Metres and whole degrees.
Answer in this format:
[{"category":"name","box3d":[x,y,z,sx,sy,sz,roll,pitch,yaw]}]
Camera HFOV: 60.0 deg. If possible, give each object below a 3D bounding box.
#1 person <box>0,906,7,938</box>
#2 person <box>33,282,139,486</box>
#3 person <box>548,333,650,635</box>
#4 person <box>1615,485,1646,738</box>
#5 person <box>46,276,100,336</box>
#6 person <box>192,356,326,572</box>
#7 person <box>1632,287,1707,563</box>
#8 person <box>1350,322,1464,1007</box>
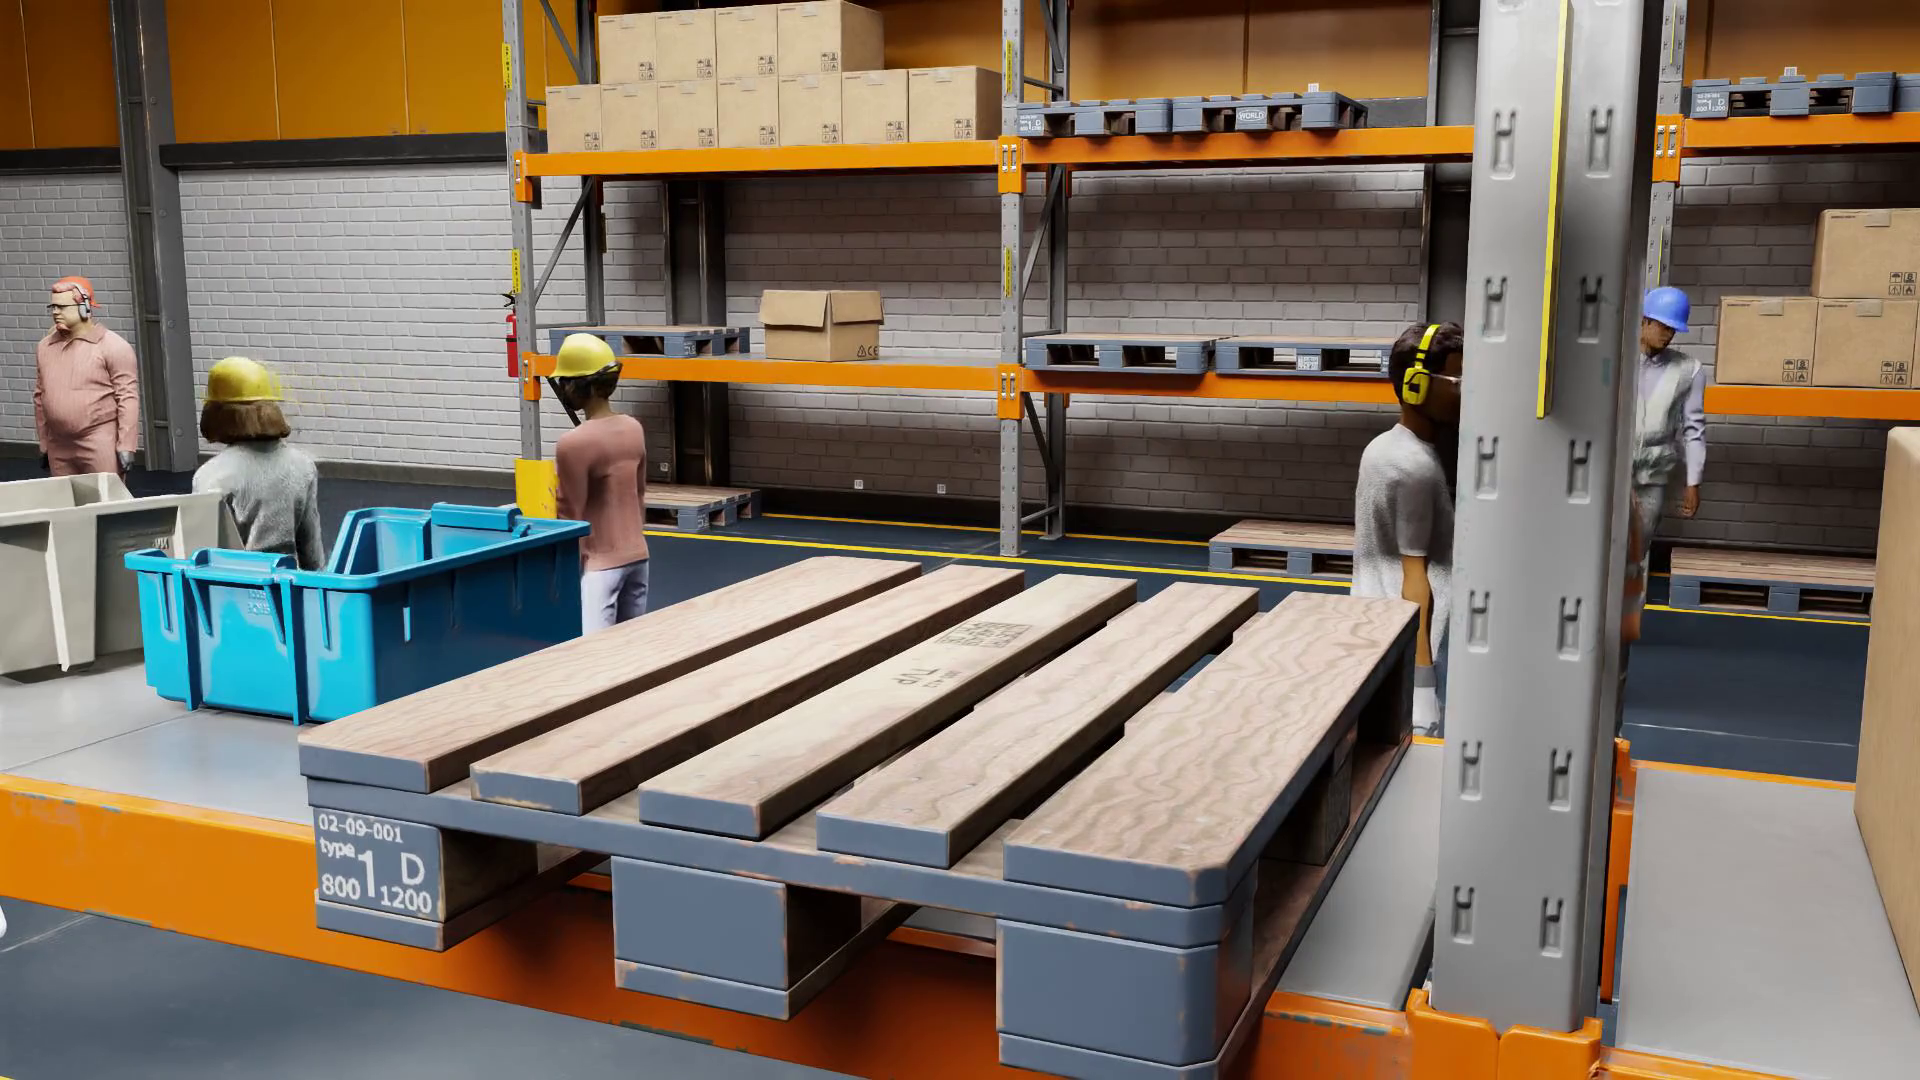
[{"category":"person","box3d":[-3.065,0.400,4.897,0.498,1.633,0.283,-4,10,-21]},{"category":"person","box3d":[-5.203,-0.567,9.870,0.655,1.906,0.407,2,10,12]},{"category":"person","box3d":[-1.374,0.100,6.331,0.341,1.761,0.531,4,10,24]},{"category":"person","box3d":[2.035,0.317,5.371,0.314,1.641,0.515,3,10,19]},{"category":"person","box3d":[-6.075,-0.845,11.469,0.374,1.928,0.543,-6,11,-30]},{"category":"person","box3d":[-2.277,0.249,5.559,0.734,1.722,0.490,5,11,26]},{"category":"person","box3d":[3.428,-0.331,8.462,0.627,1.896,0.717,1,10,8]},{"category":"person","box3d":[1.224,0.342,4.562,0.327,1.863,0.514,0,9,3]}]
